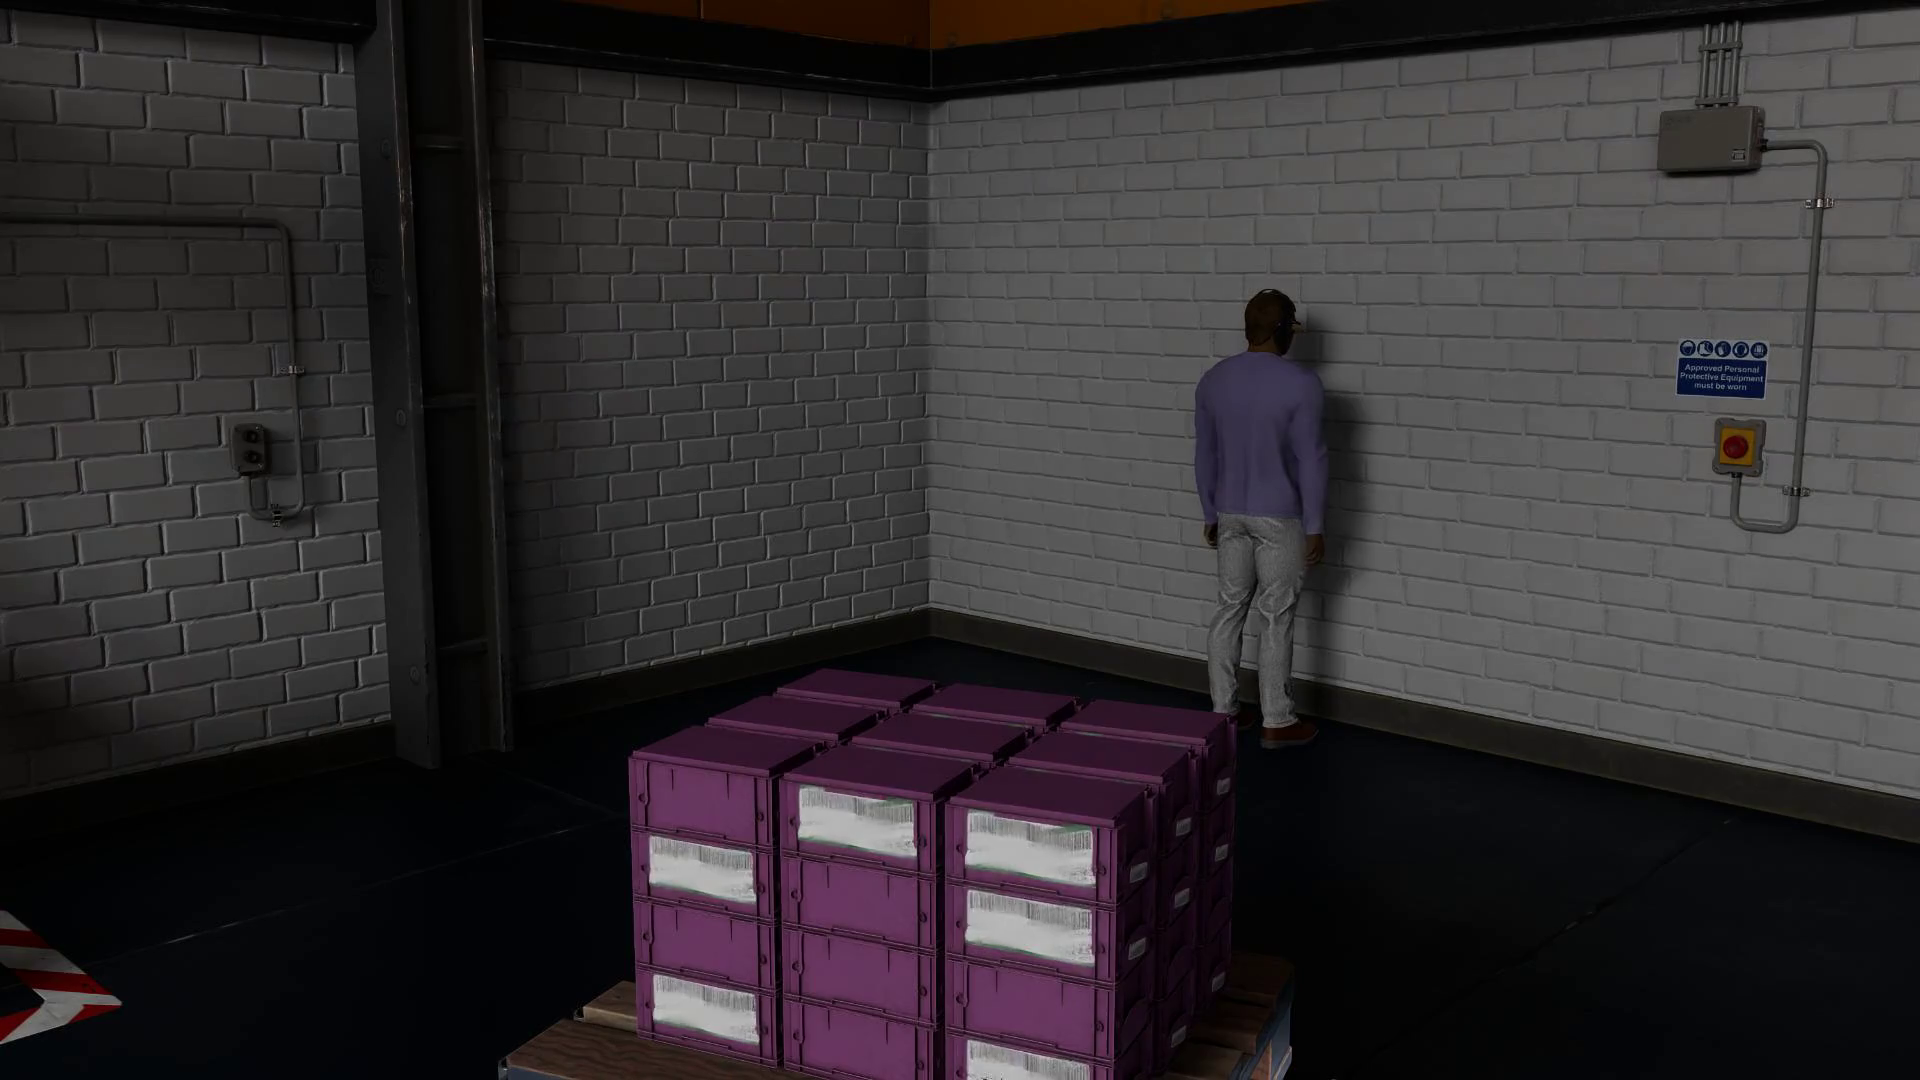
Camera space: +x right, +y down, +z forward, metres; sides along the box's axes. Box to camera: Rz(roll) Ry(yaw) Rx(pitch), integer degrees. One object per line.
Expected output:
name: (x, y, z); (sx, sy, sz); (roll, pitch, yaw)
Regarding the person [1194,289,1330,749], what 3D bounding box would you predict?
person: (1.284, -0.088, 7.062); (0.636, 1.939, 0.363); (9, 13, 44)
